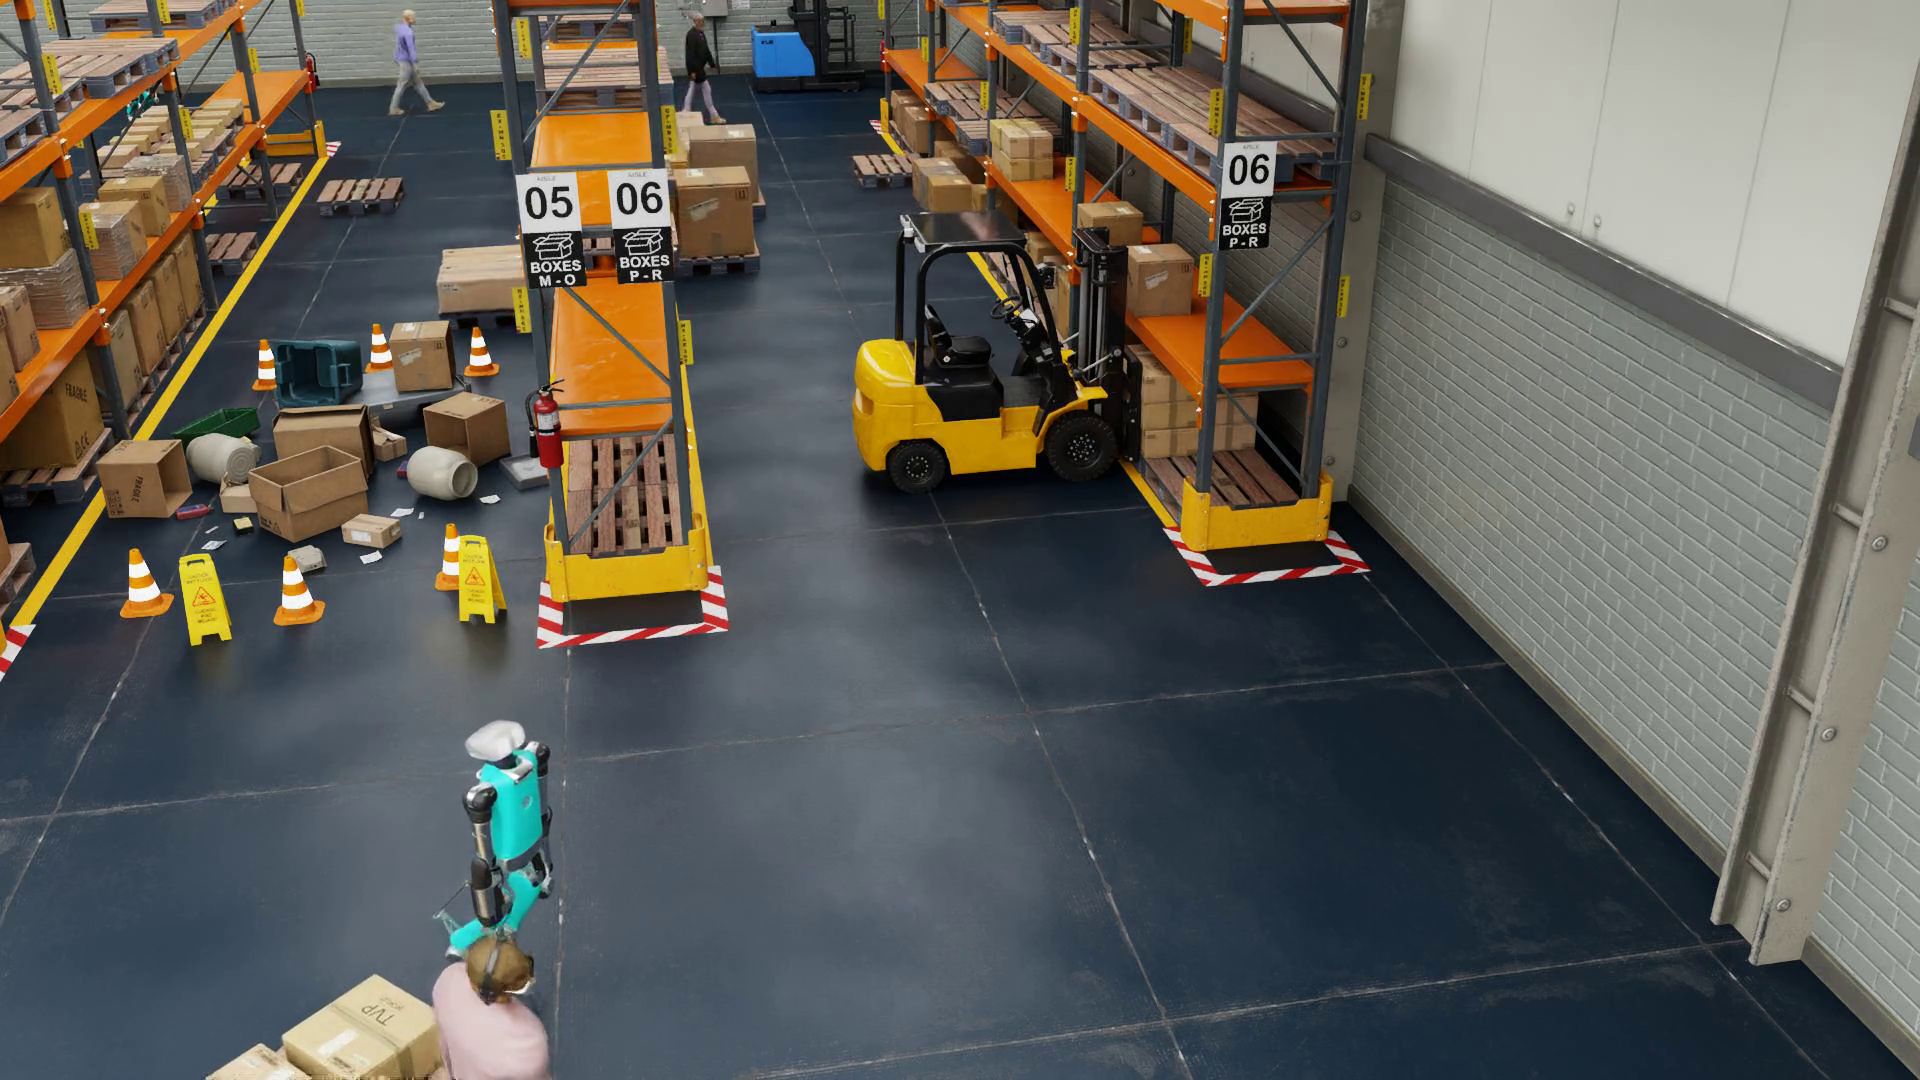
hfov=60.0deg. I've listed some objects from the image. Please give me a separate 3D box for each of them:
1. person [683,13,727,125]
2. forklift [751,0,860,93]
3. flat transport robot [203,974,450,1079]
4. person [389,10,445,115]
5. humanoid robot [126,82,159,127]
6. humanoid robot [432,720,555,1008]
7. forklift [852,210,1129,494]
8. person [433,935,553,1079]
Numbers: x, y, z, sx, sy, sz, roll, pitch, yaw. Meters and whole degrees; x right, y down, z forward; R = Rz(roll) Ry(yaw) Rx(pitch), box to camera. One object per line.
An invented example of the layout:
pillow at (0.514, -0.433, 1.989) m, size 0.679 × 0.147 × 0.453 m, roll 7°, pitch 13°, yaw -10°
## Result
person at (-4.342, -7.827, 27.634) m, size 0.805 × 1.806 × 0.610 m, roll 1°, pitch 26°, yaw 2°
forklift at (-2.872, -9.679, 30.288) m, size 1.873 × 2.768 × 1.129 m, roll -5°, pitch 26°, yaw -10°
flat transport robot at (-2.628, 2.800, 7.297) m, size 0.659 × 0.231 × 1.431 m, roll 10°, pitch 27°, yaw 20°
person at (-9.445, -8.173, 28.466) m, size 0.957 × 1.735 × 0.668 m, roll -13°, pitch 29°, yaw -26°
humanoid robot at (-12.772, -6.970, 25.795) m, size 0.735 × 1.677 × 0.533 m, roll 22°, pitch 33°, yaw 38°
humanoid robot at (-2.280, 1.664, 8.014) m, size 0.658 × 1.845 × 0.538 m, roll 10°, pitch 28°, yaw 21°
forklift at (0.216, -1.659, 14.366) m, size 2.313 × 2.155 × 1.214 m, roll -5°, pitch 26°, yaw -10°
person at (-1.789, 2.272, 6.532) m, size 0.736 × 1.896 × 0.422 m, roll 23°, pitch 34°, yaw 40°
